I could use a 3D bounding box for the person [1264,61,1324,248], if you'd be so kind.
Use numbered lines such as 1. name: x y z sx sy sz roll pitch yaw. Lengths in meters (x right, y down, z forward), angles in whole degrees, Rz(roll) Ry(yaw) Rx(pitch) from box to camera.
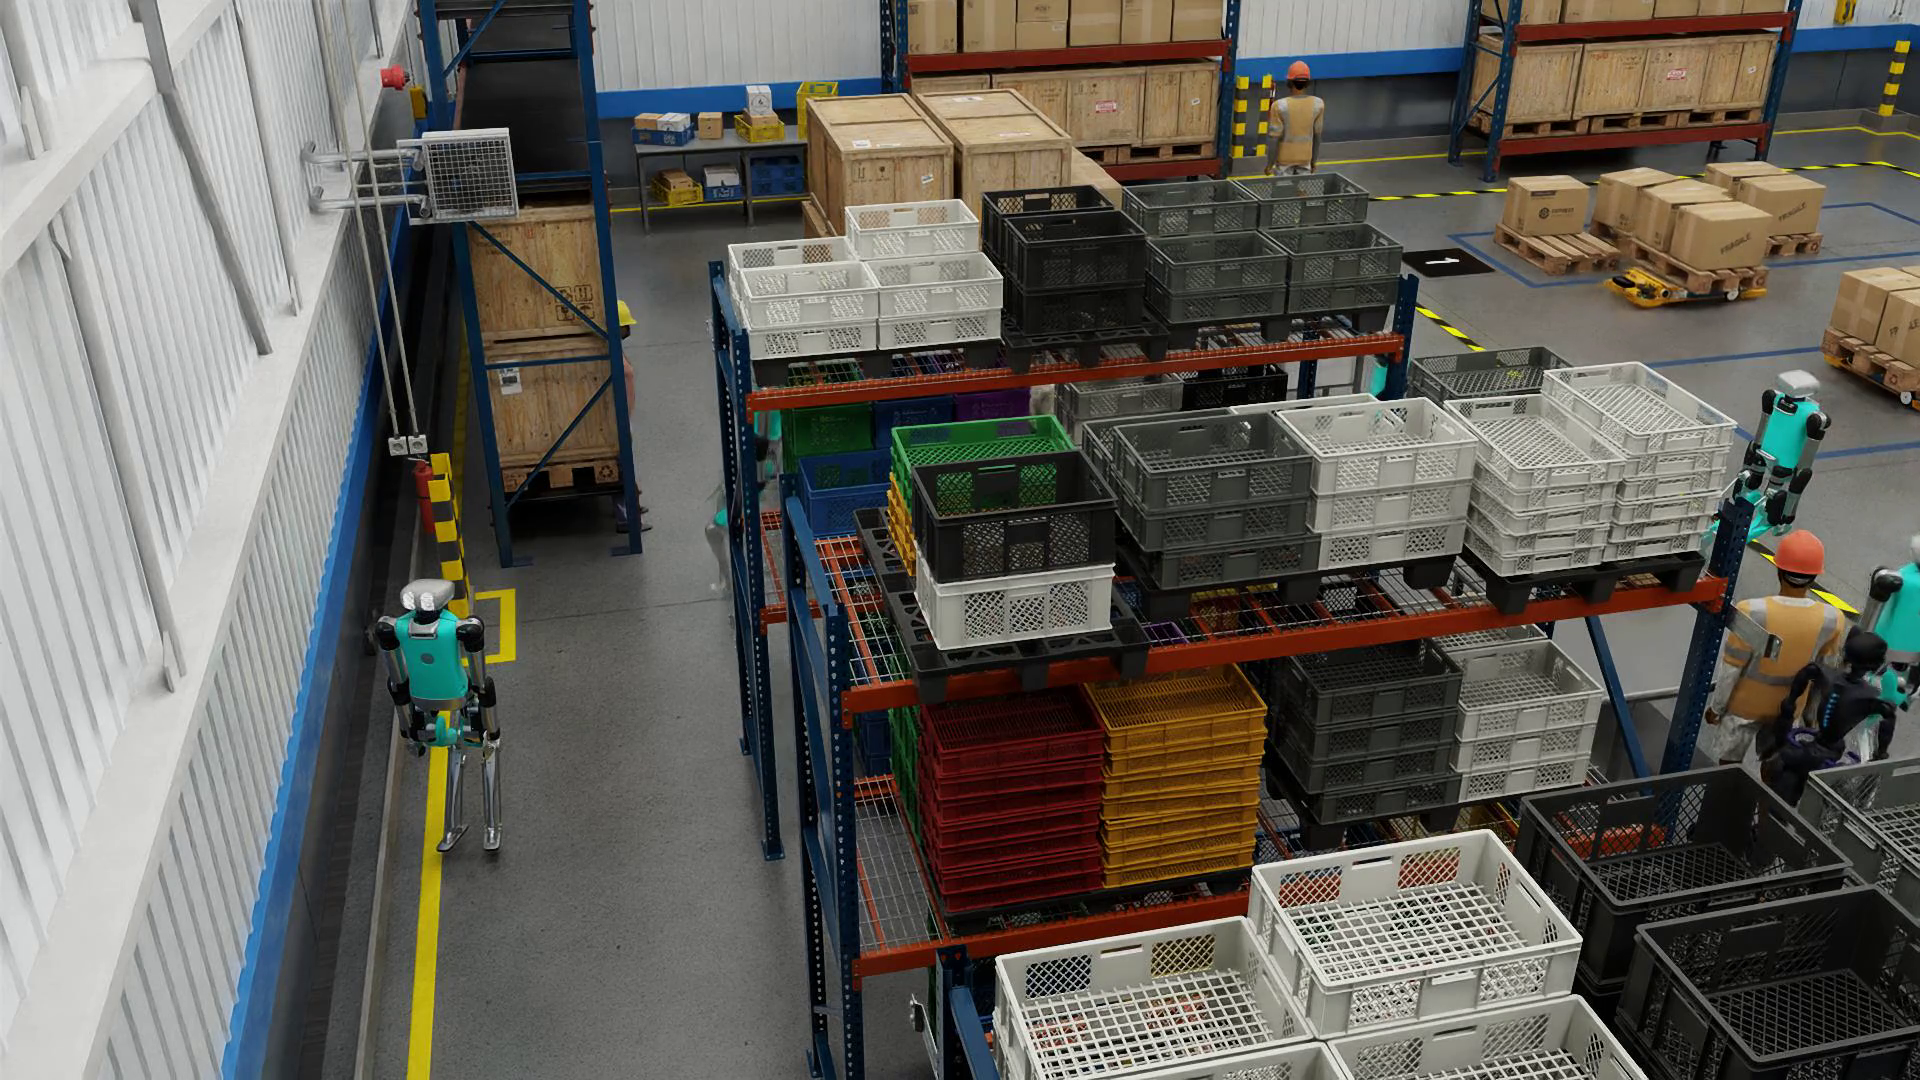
1. person: 3.585 -4.130 17.982 0.605 2.045 0.387 -5 28 -10

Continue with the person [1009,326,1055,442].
1. person: 0.462 -0.628 11.565 0.504 1.836 0.332 20 34 33

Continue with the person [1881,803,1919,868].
1. person: 4.071 1.712 7.234 0.373 1.720 0.501 -8 29 -14

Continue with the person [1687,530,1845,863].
1. person: 4.189 0.835 8.676 0.550 1.933 0.370 4 28 7

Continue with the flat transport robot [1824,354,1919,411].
1. flat transport robot: 8.473 -1.467 14.800 0.652 0.197 1.431 -6 28 -12

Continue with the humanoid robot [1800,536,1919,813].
1. humanoid robot: 5.034 0.685 9.198 0.575 1.769 0.898 1 28 2

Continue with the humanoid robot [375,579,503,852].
1. humanoid robot: -2.623 0.849 8.717 0.533 1.677 0.735 1 28 1

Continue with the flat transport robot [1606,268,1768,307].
1. flat transport robot: 7.443 -2.638 17.021 1.431 0.197 0.652 -6 28 -12

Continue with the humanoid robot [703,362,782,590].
1. humanoid robot: -1.544 -0.487 11.430 0.799 1.802 0.530 2 28 4

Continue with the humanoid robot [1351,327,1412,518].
1. humanoid robot: 2.692 -0.626 11.735 0.866 1.828 0.559 -3 28 -5

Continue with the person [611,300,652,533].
1. person: -2.471 -0.902 12.162 0.337 1.761 0.522 -8 29 -15

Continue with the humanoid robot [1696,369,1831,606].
1. humanoid robot: 5.108 -0.276 10.850 0.735 1.677 0.533 -7 29 -13

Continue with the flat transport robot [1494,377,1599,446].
1. flat transport robot: 4.780 -1.036 14.013 0.659 0.231 1.431 -6 28 -12

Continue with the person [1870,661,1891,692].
1. person: 5.956 0.254 9.914 0.611 1.804 0.866 -16 32 -28

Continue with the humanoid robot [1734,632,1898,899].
1. humanoid robot: 4.342 1.141 8.401 0.614 1.637 0.616 -18 33 -30
